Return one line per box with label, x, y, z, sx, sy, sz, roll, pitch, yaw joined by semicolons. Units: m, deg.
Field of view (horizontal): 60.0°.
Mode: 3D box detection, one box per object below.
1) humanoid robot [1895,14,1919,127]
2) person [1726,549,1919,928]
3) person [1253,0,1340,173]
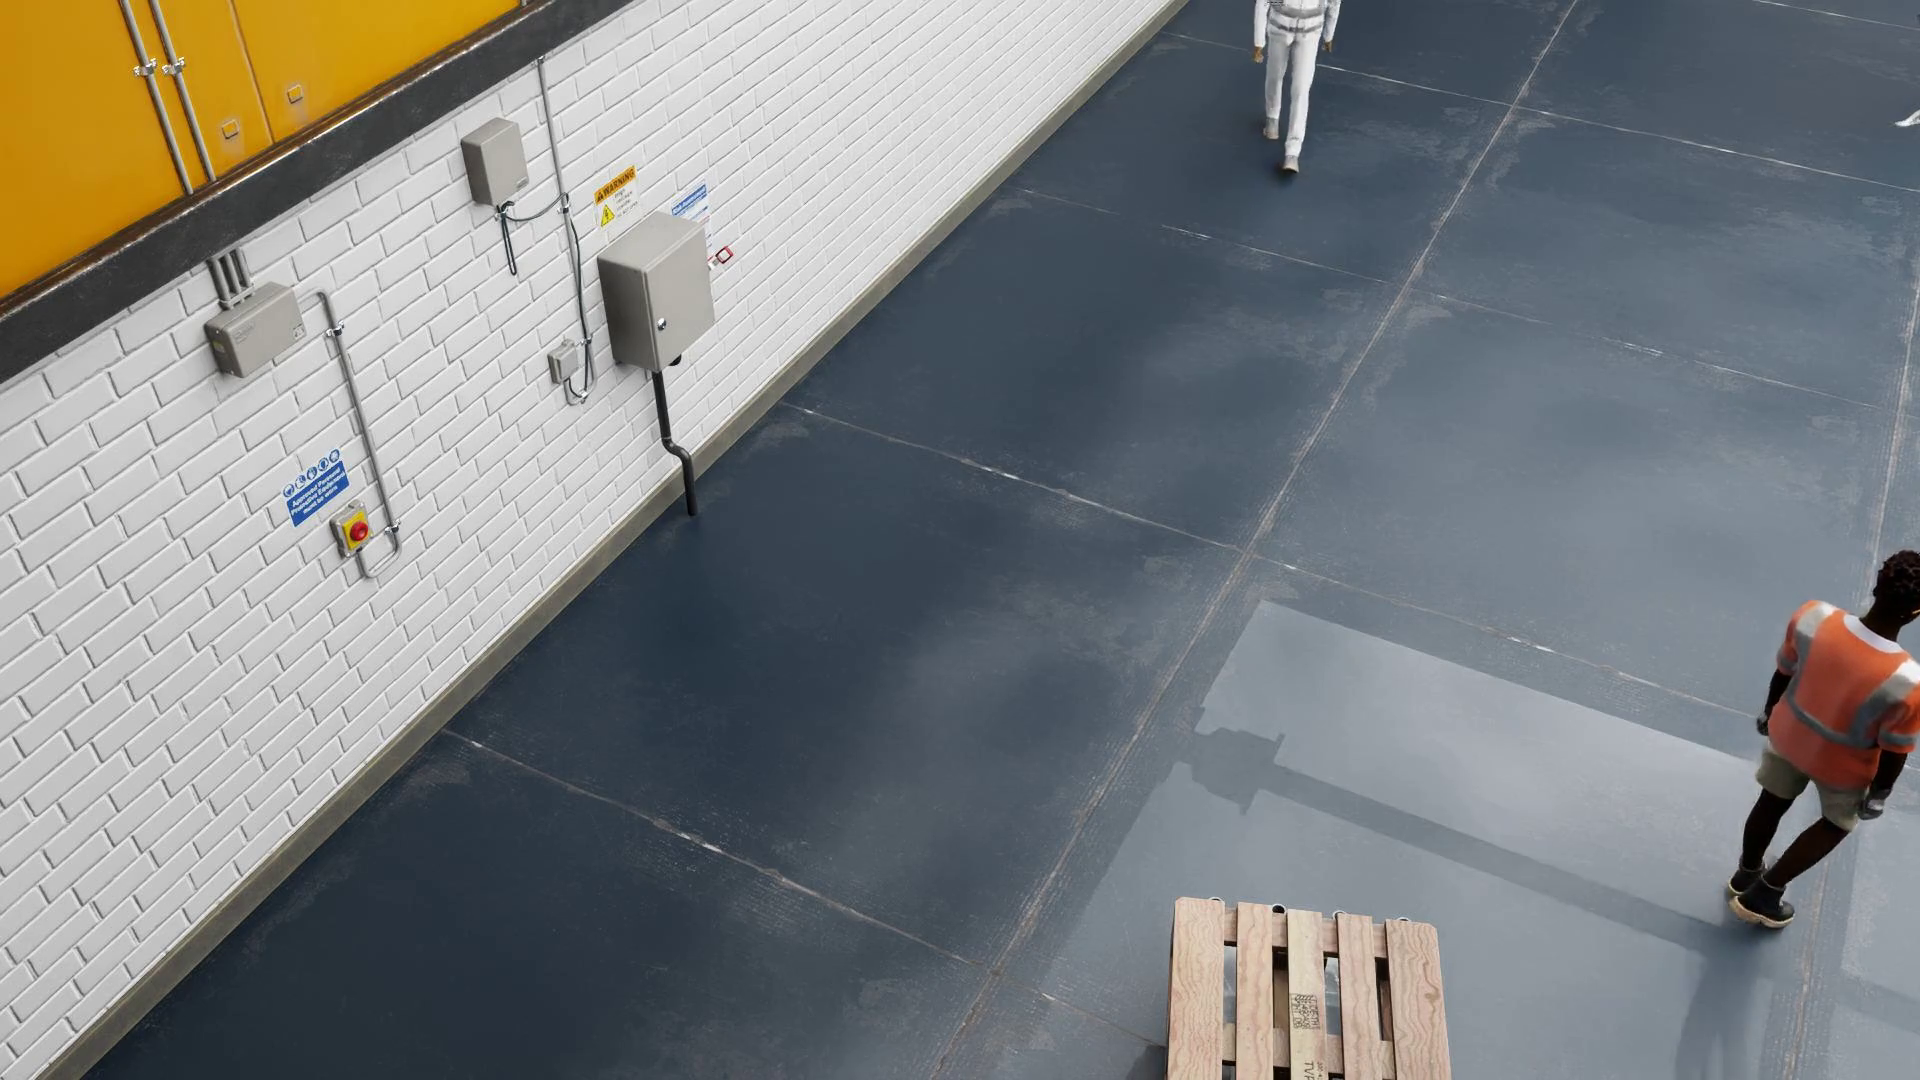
humanoid robot;7.509;-3.898;12.259;0.914;1.800;0.549;-11;42;-12
person;3.448;0.811;6.610;0.422;1.957;0.604;-22;45;-23
person;2.369;-3.568;11.781;0.582;1.824;1.032;5;41;6
